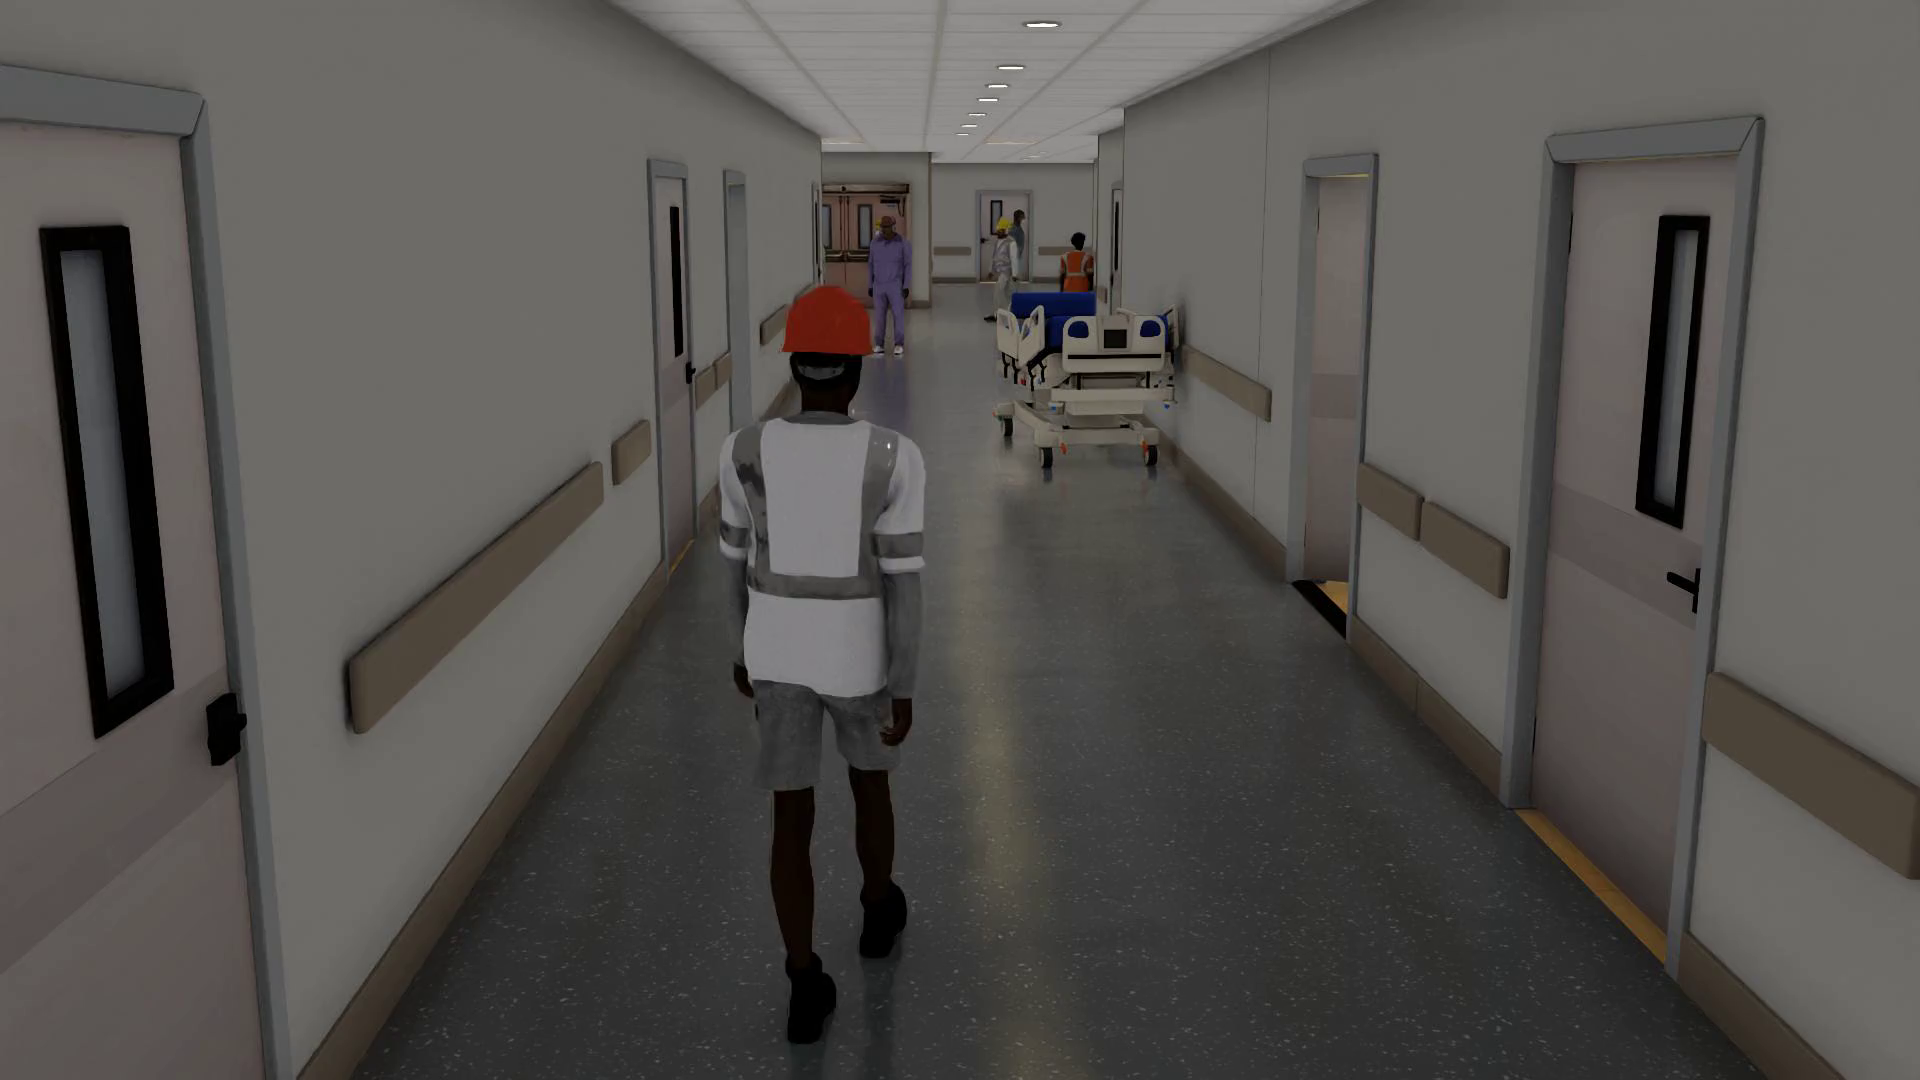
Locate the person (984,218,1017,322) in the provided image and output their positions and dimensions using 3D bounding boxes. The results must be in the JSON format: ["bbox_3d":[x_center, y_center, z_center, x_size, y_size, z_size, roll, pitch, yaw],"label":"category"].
[{"bbox_3d":[0.835,-4.731,29.166,0.880,1.798,0.592,-5,13,-25],"label":"person"}]

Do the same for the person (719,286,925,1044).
[{"bbox_3d":[-0.351,0.285,4.437,0.557,1.896,0.893,1,12,4],"label":"person"}]

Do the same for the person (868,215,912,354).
[{"bbox_3d":[-0.989,-3.510,22.946,0.636,1.902,0.406,4,12,19],"label":"person"}]

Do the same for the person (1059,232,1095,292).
[{"bbox_3d":[1.655,-3.616,24.032,0.561,1.664,0.687,5,12,21],"label":"person"}]

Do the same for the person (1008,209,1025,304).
[{"bbox_3d":[1.107,-5.514,32.650,0.371,1.929,0.636,3,12,13],"label":"person"}]
